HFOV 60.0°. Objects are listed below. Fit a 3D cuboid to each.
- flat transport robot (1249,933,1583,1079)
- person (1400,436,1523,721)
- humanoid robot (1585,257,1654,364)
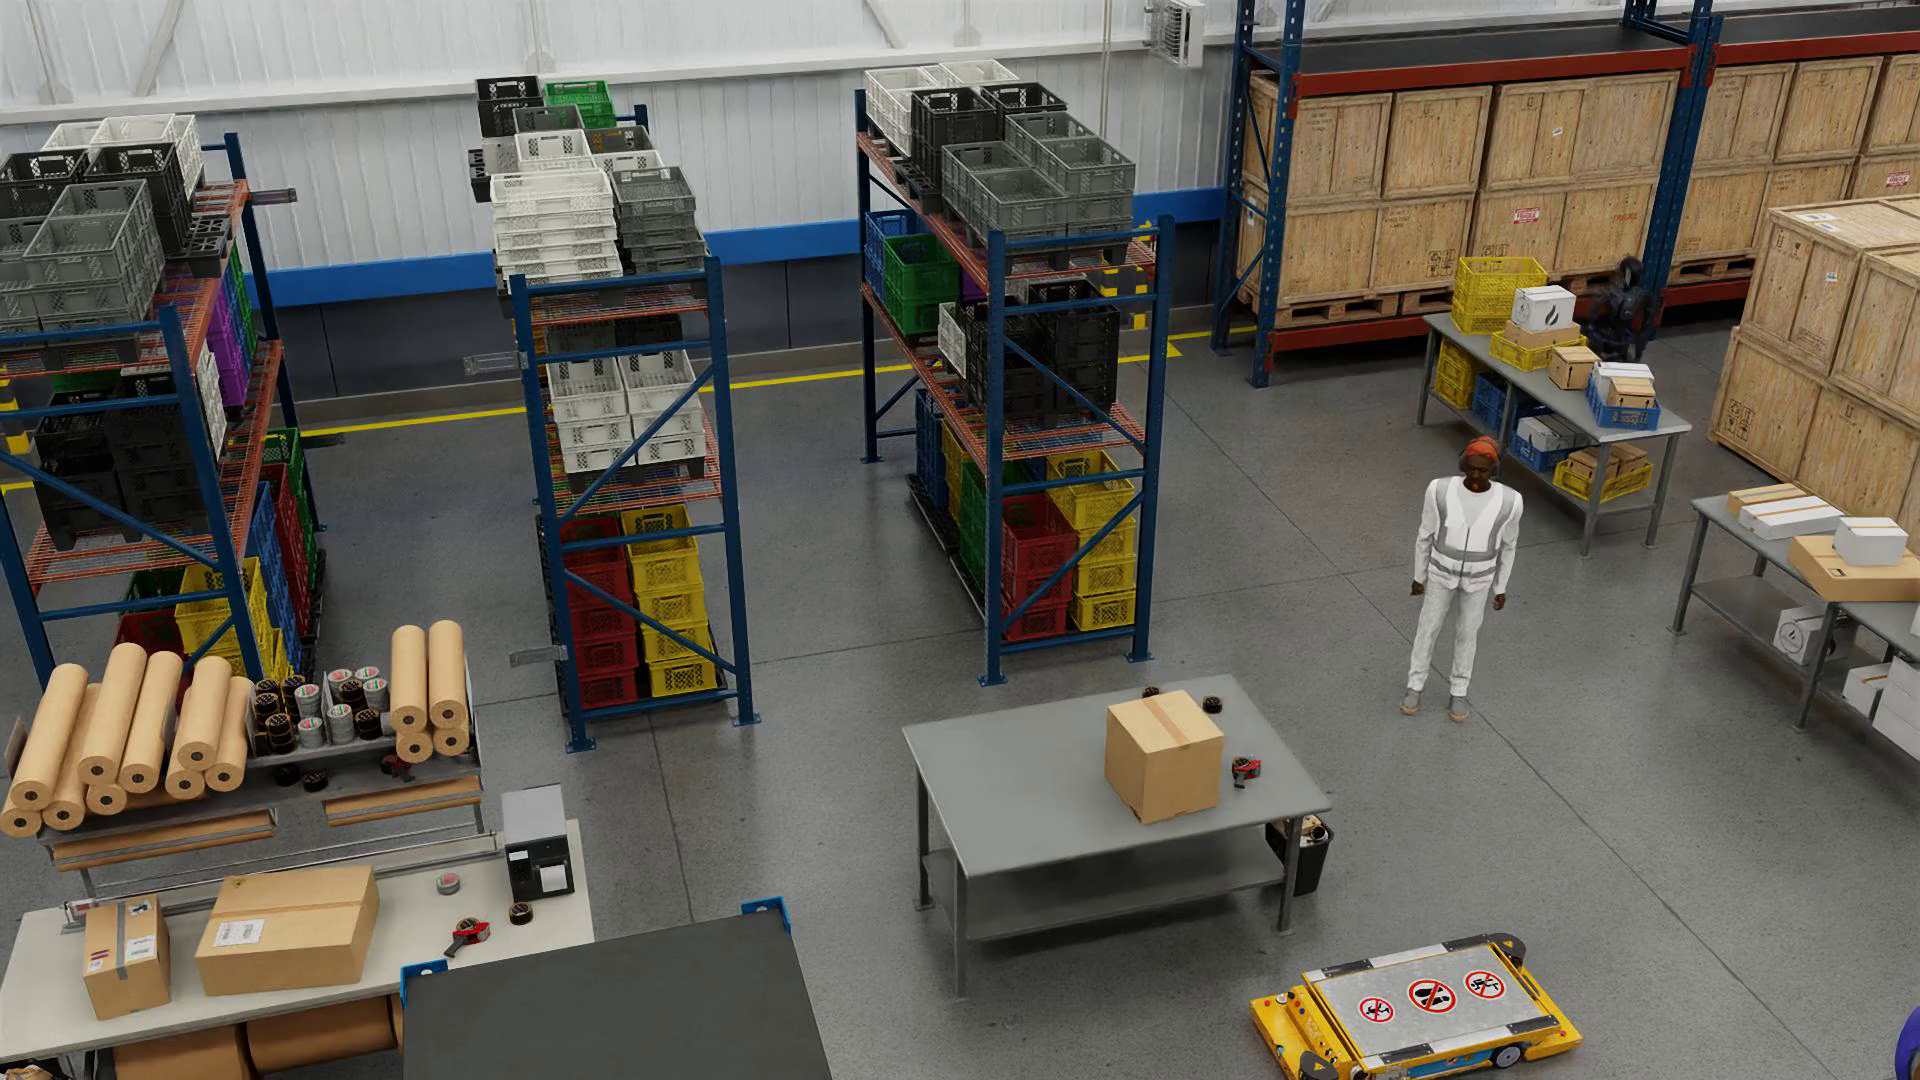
[{"bbox_3d":[2.184,2.282,7.980,1.431,0.197,0.652,-8,30,-14],"label":"flat transport robot"},{"bbox_3d":[3.025,0.237,10.056,0.574,1.882,0.361,9,30,16],"label":"person"},{"bbox_3d":[5.240,-1.504,13.428,0.574,1.646,0.452,-2,29,-4],"label":"humanoid robot"}]
